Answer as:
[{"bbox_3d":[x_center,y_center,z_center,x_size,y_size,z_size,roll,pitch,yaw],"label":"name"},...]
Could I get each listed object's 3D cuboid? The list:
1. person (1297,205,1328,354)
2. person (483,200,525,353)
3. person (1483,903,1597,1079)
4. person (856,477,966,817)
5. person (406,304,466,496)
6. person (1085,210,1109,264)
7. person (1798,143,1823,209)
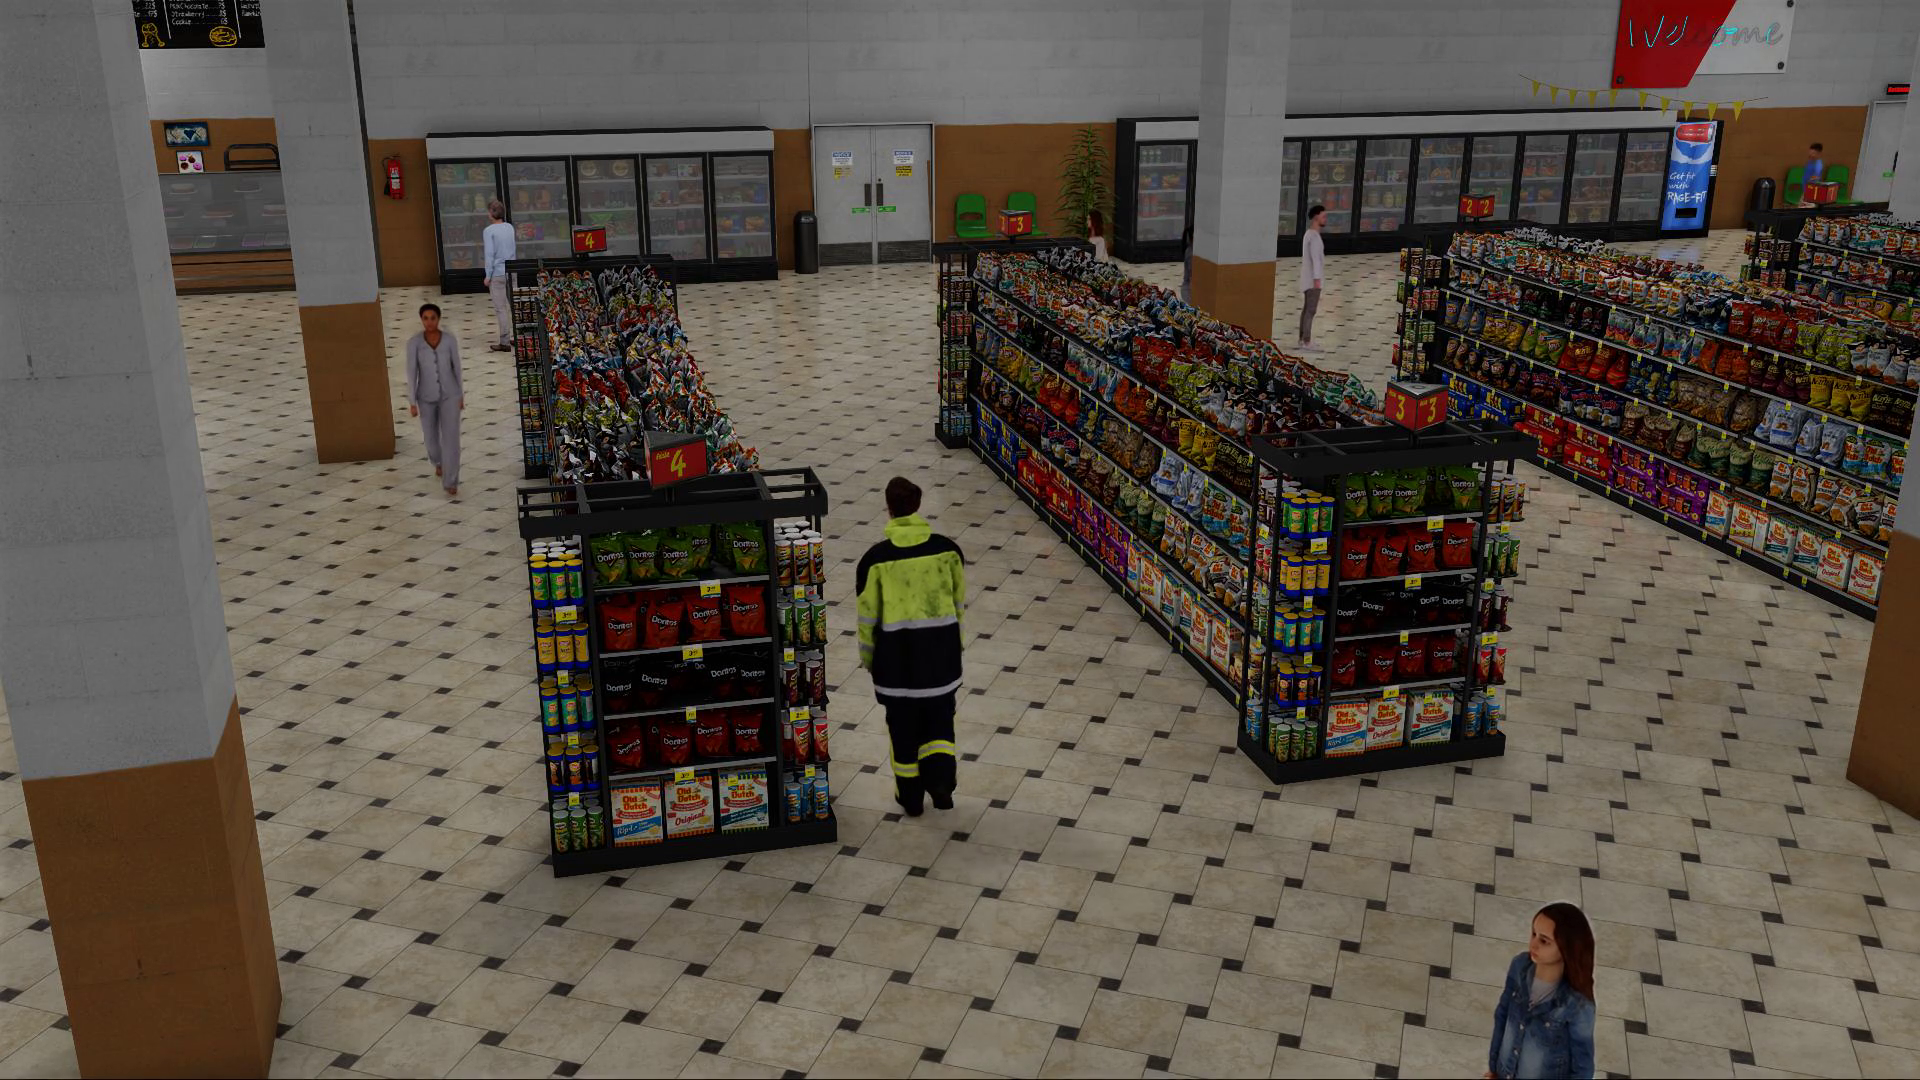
[{"bbox_3d":[4.448,-3.307,21.002,0.795,1.839,0.626,1,19,4],"label":"person"},{"bbox_3d":[-5.782,-3.351,21.045,0.798,1.894,0.752,12,22,31],"label":"person"},{"bbox_3d":[2.071,1.958,5.952,0.657,1.477,0.486,-9,21,-25],"label":"person"},{"bbox_3d":[-0.229,0.644,9.098,0.764,1.958,0.804,-4,19,-13],"label":"person"},{"bbox_3d":[-4.815,-1.316,15.313,0.691,1.700,1.145,-6,20,-18],"label":"person"},{"bbox_3d":[1.830,-3.361,21.382,0.783,1.698,0.951,-10,21,-27],"label":"person"},{"bbox_3d":[14.845,-6.021,29.064,0.987,1.831,0.760,9,21,25],"label":"person"}]
